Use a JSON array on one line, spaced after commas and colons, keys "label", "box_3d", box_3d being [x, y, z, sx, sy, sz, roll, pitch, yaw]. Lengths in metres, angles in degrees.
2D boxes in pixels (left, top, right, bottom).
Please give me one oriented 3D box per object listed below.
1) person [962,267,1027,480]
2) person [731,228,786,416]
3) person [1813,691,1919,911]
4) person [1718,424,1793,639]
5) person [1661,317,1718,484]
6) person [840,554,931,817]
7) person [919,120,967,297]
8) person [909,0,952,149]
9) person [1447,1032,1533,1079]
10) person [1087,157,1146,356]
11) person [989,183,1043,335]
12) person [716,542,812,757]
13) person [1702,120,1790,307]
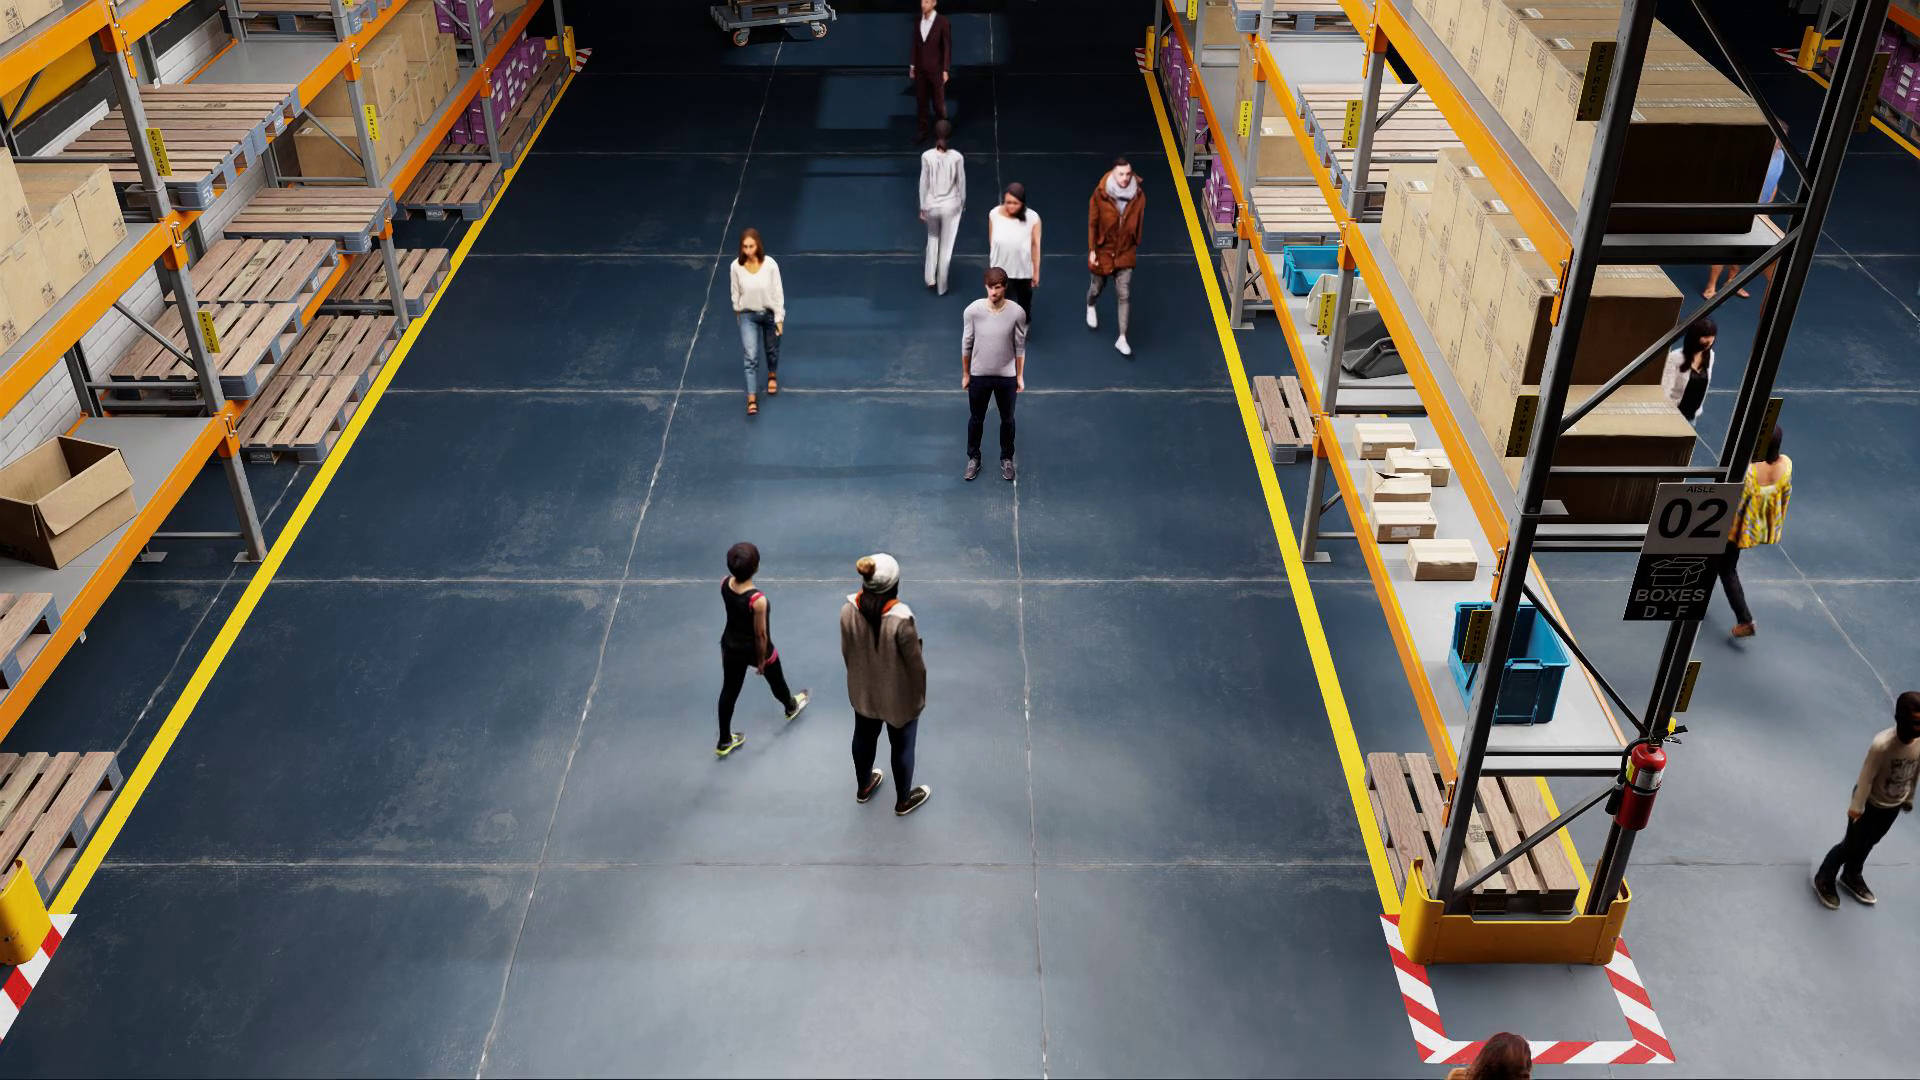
[{"label": "person", "box_3d": [0.269, -1.347, 13.408, 0.657, 1.843, 0.528, 1, 34, 1]}, {"label": "person", "box_3d": [-1.723, -1.982, 14.542, 0.623, 1.646, 1.010, -1, 34, -1]}, {"label": "person", "box_3d": [5.263, 1.457, 9.535, 0.625, 1.462, 0.621, -11, 35, -16]}, {"label": "person", "box_3d": [5.505, -0.052, 11.658, 0.951, 1.624, 1.130, -14, 36, -20]}, {"label": "person", "box_3d": [5.625, -1.063, 13.207, 0.751, 1.593, 1.113, -5, 34, -7]}, {"label": "person", "box_3d": [-0.470, 0.855, 10.056, 0.813, 1.887, 0.833, 17, 37, 23]}, {"label": "person", "box_3d": [-0.183, -3.204, 16.275, 0.640, 1.761, 0.651, 4, 34, 6]}, {"label": "person", "box_3d": [-0.348, -5.652, 19.865, 0.798, 1.865, 0.816, 19, 38, 27]}, {"label": "person", "box_3d": [2.129, 2.835, 7.217, 1.051, 1.732, 1.048, -24, 41, -32]}, {"label": "person", "box_3d": [1.389, -2.687, 15.458, 0.788, 1.804, 1.162, -4, 34, -6]}, {"label": "person", "box_3d": [0.521, -2.514, 15.332, 0.830, 1.657, 1.158, 7, 34, 10]}, {"label": "person", "box_3d": [-1.411, 0.720, 10.595, 0.905, 1.514, 1.067, 21, 39, 28]}, {"label": "person", "box_3d": [7.678, -3.205, 16.194, 0.767, 1.853, 0.777, -17, 37, -24]}]
